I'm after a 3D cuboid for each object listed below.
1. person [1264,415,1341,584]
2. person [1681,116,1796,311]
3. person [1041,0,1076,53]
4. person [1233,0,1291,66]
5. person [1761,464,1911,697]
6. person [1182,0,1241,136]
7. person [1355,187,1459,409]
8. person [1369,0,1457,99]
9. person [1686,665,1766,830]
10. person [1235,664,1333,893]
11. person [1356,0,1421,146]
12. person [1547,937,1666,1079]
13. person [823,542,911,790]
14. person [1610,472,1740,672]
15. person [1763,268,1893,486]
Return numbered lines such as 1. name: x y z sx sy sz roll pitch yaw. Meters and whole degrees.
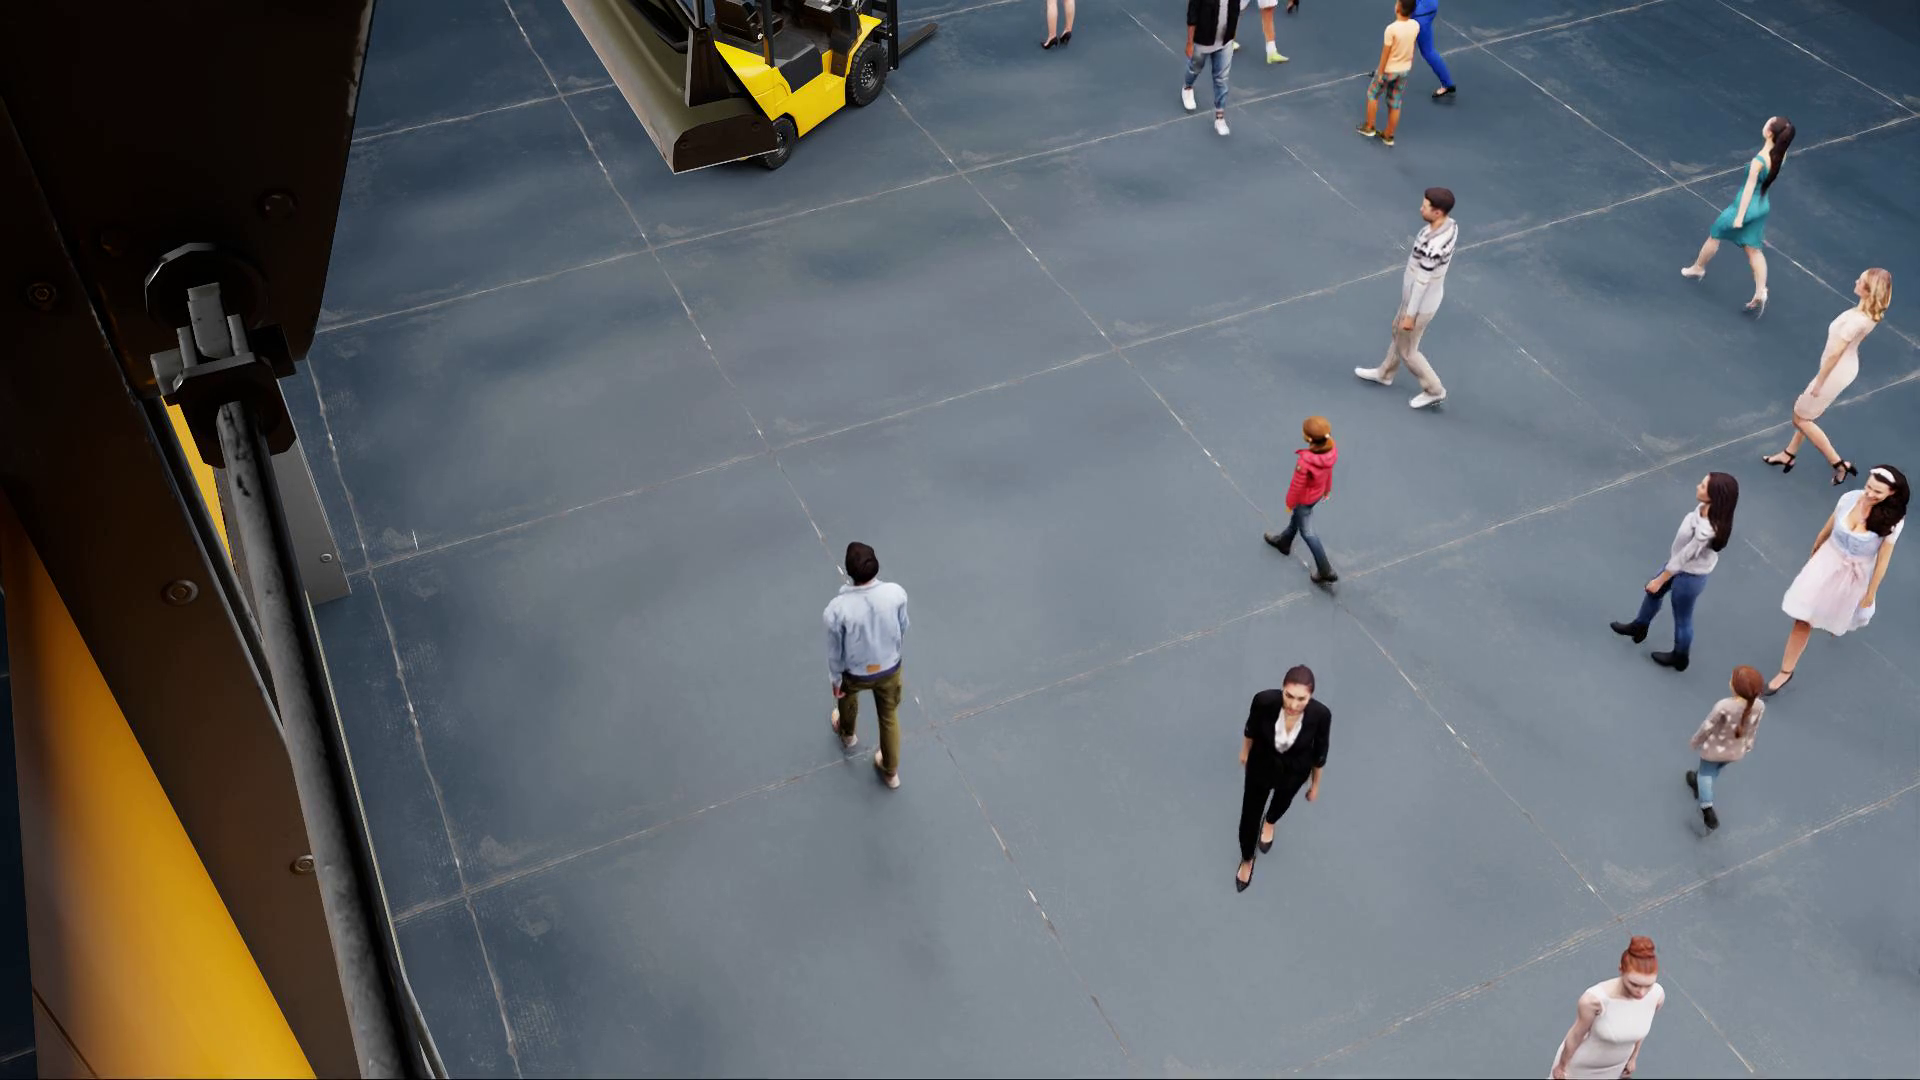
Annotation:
1. person: 2.410 -0.251 11.251 0.715 1.286 0.967 -34 53 -31
2. person: 6.457 -2.615 13.469 0.630 1.650 1.047 -22 48 -21
3. person: 0.999 -5.772 16.713 0.612 1.746 0.545 -24 48 -23
4. person: 2.884 -5.631 16.558 0.815 1.756 1.220 -33 53 -30
5. person: 5.529 0.219 10.391 0.884 1.793 1.092 -28 50 -26
6. person: 2.339 -4.805 15.682 0.872 1.767 1.233 -8 44 -9
7. person: 3.520 -1.798 12.456 1.126 1.864 1.031 19 47 18
8. person: 4.549 -5.053 16.014 1.200 1.669 1.061 19 47 19
9. person: 4.494 1.234 9.770 0.668 1.180 0.816 1 44 1
10. person: 1.831 1.221 9.449 0.865 1.640 0.940 10 45 10
11. person: 4.061 -4.330 15.414 0.567 1.451 0.646 -11 45 -12
12. person: 3.055 2.479 8.018 0.625 1.793 0.572 -5 44 -6
13. person: -0.509 0.799 9.786 0.746 1.786 0.946 -12 45 -12
14. person: 4.683 0.242 10.497 0.903 1.612 0.825 21 48 21
15. person: 6.243 -1.100 11.759 0.718 1.814 0.944 -30 51 -28
